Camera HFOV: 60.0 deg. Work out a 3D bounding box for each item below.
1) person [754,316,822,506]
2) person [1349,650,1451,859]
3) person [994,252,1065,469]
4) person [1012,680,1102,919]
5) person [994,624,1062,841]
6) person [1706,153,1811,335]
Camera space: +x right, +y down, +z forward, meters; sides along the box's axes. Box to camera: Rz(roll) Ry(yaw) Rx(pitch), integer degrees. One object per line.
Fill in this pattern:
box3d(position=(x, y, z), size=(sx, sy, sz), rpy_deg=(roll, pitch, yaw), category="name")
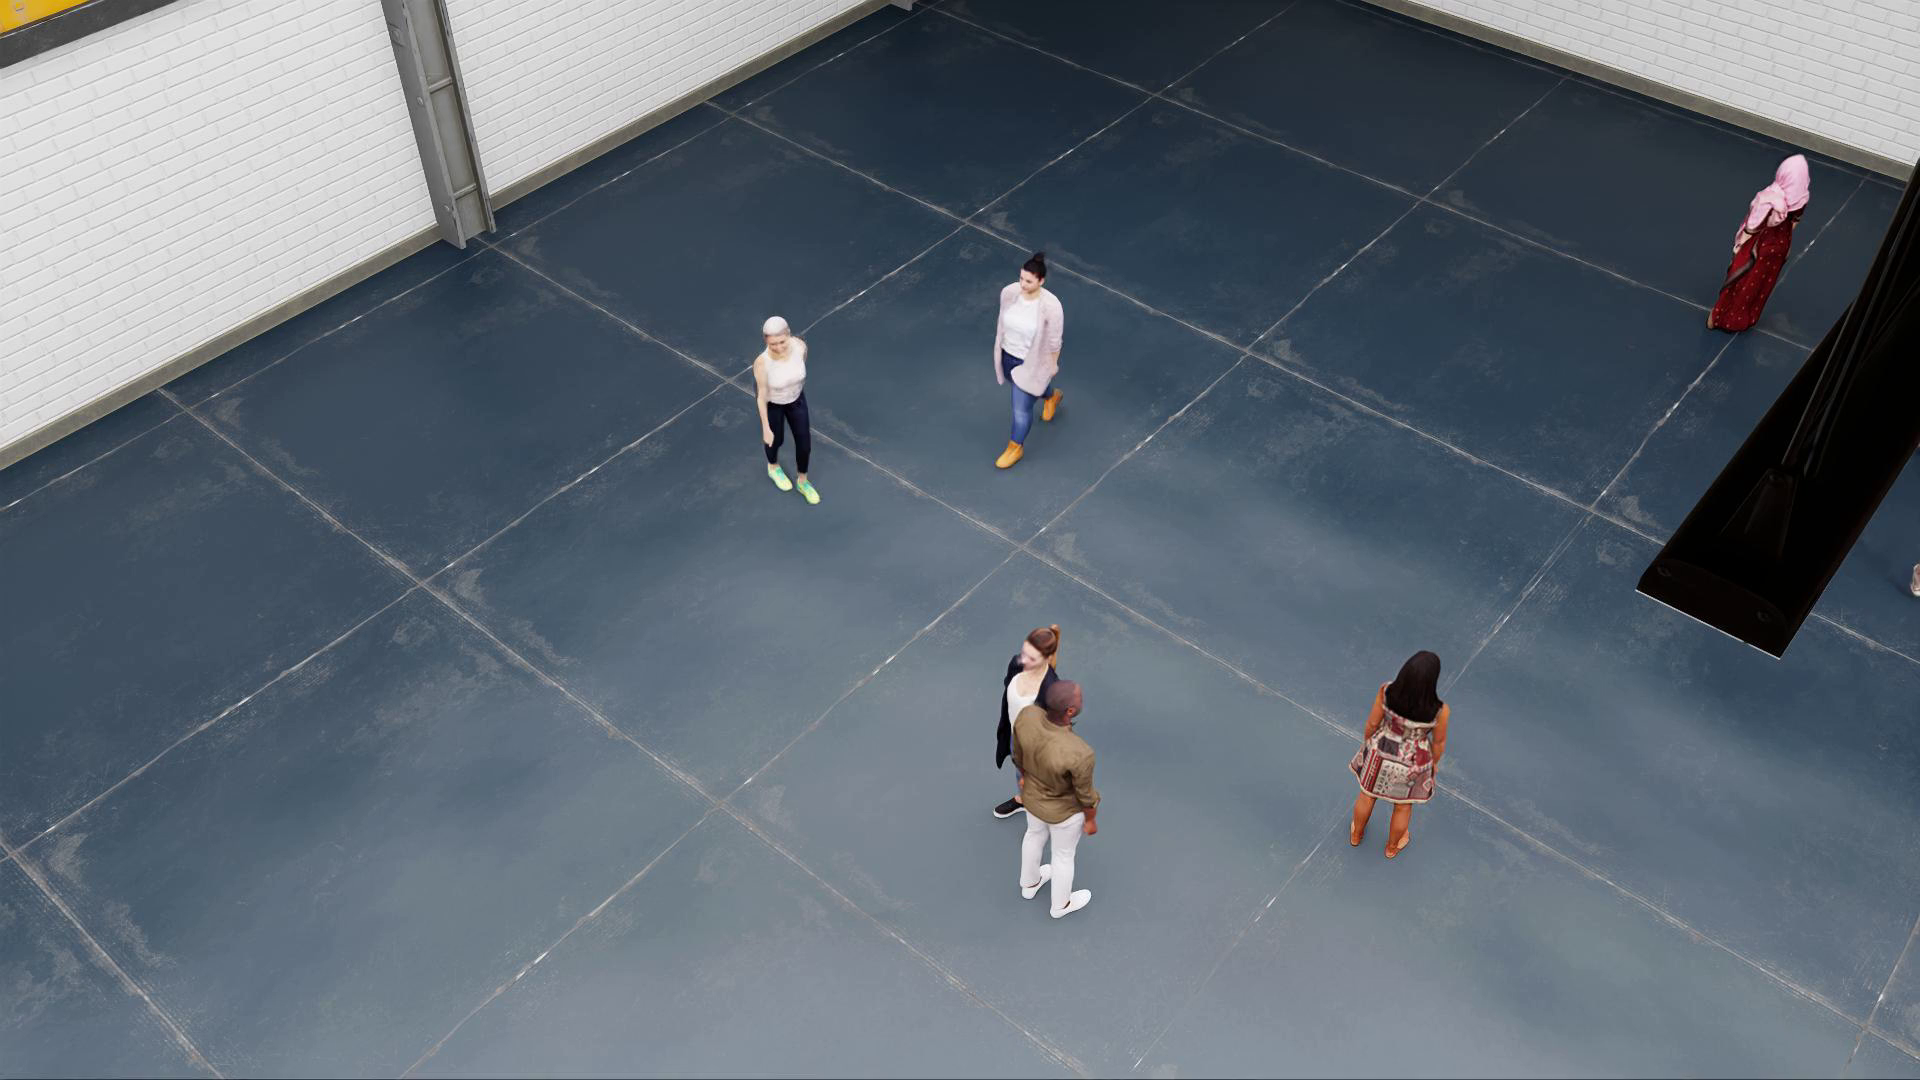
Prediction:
box3d(position=(-1.288, -0.983, 11.824), size=(0.801, 1.667, 0.791), rpy_deg=(-32, 52, -29), category="person")
box3d(position=(2.509, 1.224, 9.523), size=(0.700, 1.645, 0.617), rpy_deg=(18, 47, 18), category="person")
box3d(position=(0.546, -1.393, 12.221), size=(0.702, 1.712, 1.094), rpy_deg=(33, 53, 30), category="person")
box3d(position=(0.520, 1.434, 9.173), size=(0.730, 1.824, 0.582), rpy_deg=(33, 53, 30), category="person")
box3d(position=(0.434, 1.110, 9.614), size=(0.626, 1.684, 0.673), rpy_deg=(-28, 50, -26), category="person")
box3d(position=(6.437, -2.371, 13.303), size=(0.741, 1.637, 0.825), rpy_deg=(-9, 44, -9), category="person")
